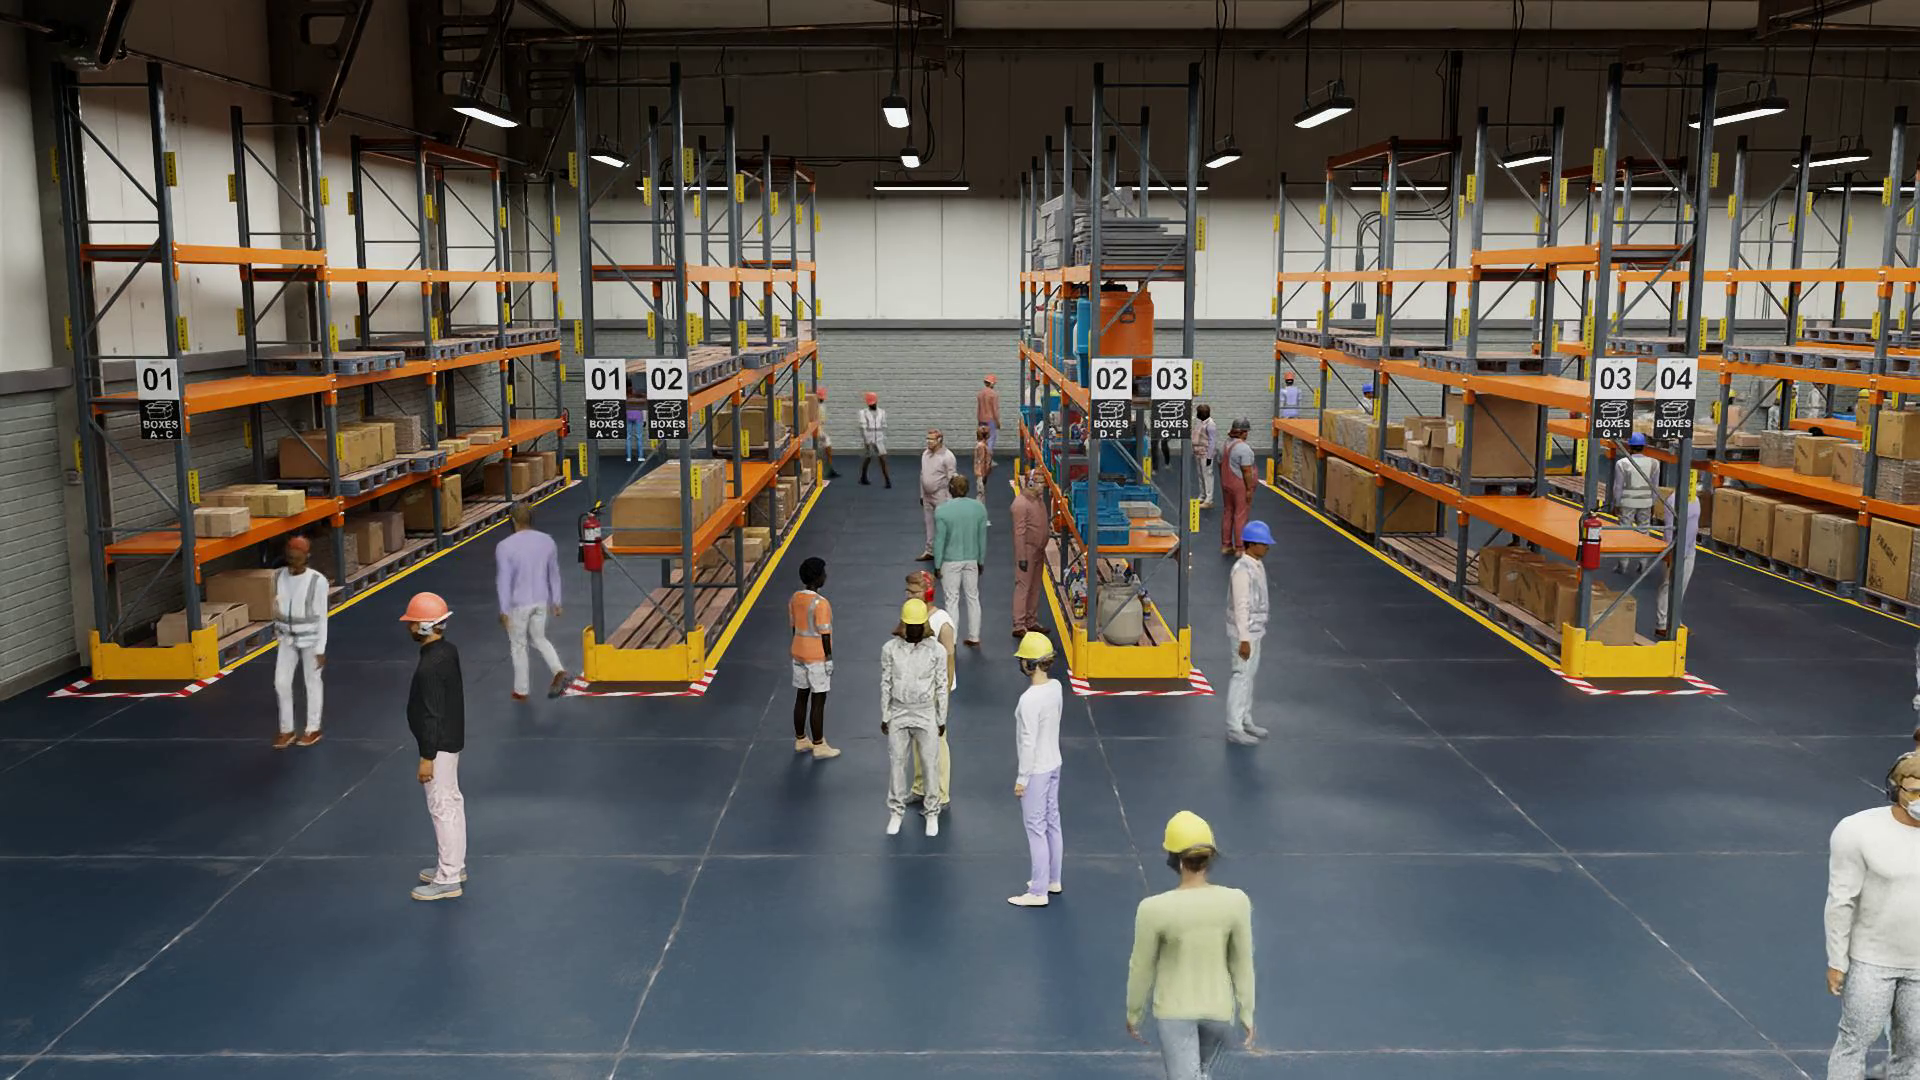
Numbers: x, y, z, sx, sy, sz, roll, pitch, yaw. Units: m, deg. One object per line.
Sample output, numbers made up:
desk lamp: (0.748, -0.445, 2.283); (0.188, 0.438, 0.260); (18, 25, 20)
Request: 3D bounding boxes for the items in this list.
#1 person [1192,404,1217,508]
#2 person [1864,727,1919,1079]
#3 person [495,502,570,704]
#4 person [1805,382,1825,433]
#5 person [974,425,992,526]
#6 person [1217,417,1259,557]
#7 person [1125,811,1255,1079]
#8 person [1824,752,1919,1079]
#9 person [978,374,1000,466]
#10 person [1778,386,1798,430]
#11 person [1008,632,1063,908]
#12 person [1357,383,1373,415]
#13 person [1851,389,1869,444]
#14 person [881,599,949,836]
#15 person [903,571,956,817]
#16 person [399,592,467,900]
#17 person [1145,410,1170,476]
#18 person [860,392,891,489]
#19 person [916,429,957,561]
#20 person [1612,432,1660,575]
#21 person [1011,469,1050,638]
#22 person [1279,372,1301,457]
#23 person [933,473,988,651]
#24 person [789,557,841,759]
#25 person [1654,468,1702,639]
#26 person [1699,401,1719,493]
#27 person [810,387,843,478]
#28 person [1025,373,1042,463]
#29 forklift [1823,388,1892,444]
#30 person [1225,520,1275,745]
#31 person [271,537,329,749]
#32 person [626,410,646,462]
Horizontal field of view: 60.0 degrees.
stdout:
person: (4.300, -1.480, 29.326); (0.429, 1.836, 0.627); (-1, 9, -9)
person: (4.745, 1.812, 8.164); (0.559, 1.828, 0.610); (-8, 12, -42)
person: (-4.015, 0.608, 15.624); (0.602, 1.918, 0.656); (8, 12, 42)
person: (18.691, -2.630, 36.358); (0.406, 1.946, 0.608); (4, 10, 22)
person: (0.377, -1.051, 27.171); (0.306, 1.645, 0.523); (0, 9, -1)
person: (4.076, -0.781, 24.171); (0.536, 2.000, 0.688); (-4, 10, -25)
person: (0.988, 2.020, 7.199); (0.532, 1.704, 0.937); (-3, 9, -16)
person: (4.163, 1.879, 7.380); (0.627, 1.941, 0.371); (1, 9, 7)
person: (0.621, -2.598, 36.064); (0.423, 1.978, 0.626); (-6, 11, -34)
person: (17.052, -2.253, 34.266); (0.508, 1.846, 0.345); (-4, 10, -25)
person: (0.482, 1.459, 10.640); (0.313, 1.767, 0.533); (4, 10, 25)
person: (8.195, -2.196, 33.558); (0.380, 1.951, 0.604); (5, 10, 31)
person: (18.888, -2.295, 34.862); (0.312, 1.744, 0.487); (9, 12, 44)
person: (-0.329, 1.272, 11.954); (0.486, 1.738, 0.321); (1, 9, 8)
person: (-0.241, 1.135, 12.473); (0.373, 1.840, 0.570); (-6, 11, -35)
person: (-3.400, 1.322, 10.790); (0.381, 1.994, 0.617); (-1, 9, -7)
person: (4.120, -2.318, 34.245); (0.625, 1.981, 0.573); (4, 10, 25)
person: (-1.694, -1.946, 32.262); (0.551, 1.874, 0.919); (-3, 9, -21)
person: (-0.346, -0.619, 23.555); (0.400, 1.910, 0.643); (-8, 12, -43)
person: (9.173, -0.492, 22.599); (0.605, 1.950, 0.381); (0, 9, 0)
person: (0.813, 0.148, 18.669); (0.401, 1.900, 0.649); (4, 10, 26)
person: (7.474, -2.844, 37.787); (0.544, 1.933, 0.376); (-2, 9, -13)
person: (0.000, 0.239, 17.964); (0.628, 1.933, 0.367); (-4, 10, -26)
person: (-1.228, 0.982, 13.930); (0.318, 1.696, 0.537); (-7, 11, -38)
person: (8.036, 0.149, 18.556); (0.630, 1.931, 0.383); (-8, 12, -41)
person: (13.531, -1.577, 29.961); (0.567, 1.822, 0.887); (1, 9, 5)
person: (-2.747, -2.151, 33.490); (0.830, 1.877, 0.580); (3, 9, 21)
person: (1.614, -2.685, 36.556); (0.372, 1.997, 0.622); (5, 10, 27)
forklift: (20.072, -3.110, 36.462); (1.873, 2.768, 1.129); (0, 9, 0)
person: (2.503, 0.786, 14.399); (0.408, 1.944, 0.608); (4, 10, 22)
person: (-5.596, 0.878, 14.133); (0.583, 1.844, 0.603); (1, 9, 9)
person: (-7.232, -2.686, 36.778); (0.588, 1.930, 0.359); (-1, 9, -5)
